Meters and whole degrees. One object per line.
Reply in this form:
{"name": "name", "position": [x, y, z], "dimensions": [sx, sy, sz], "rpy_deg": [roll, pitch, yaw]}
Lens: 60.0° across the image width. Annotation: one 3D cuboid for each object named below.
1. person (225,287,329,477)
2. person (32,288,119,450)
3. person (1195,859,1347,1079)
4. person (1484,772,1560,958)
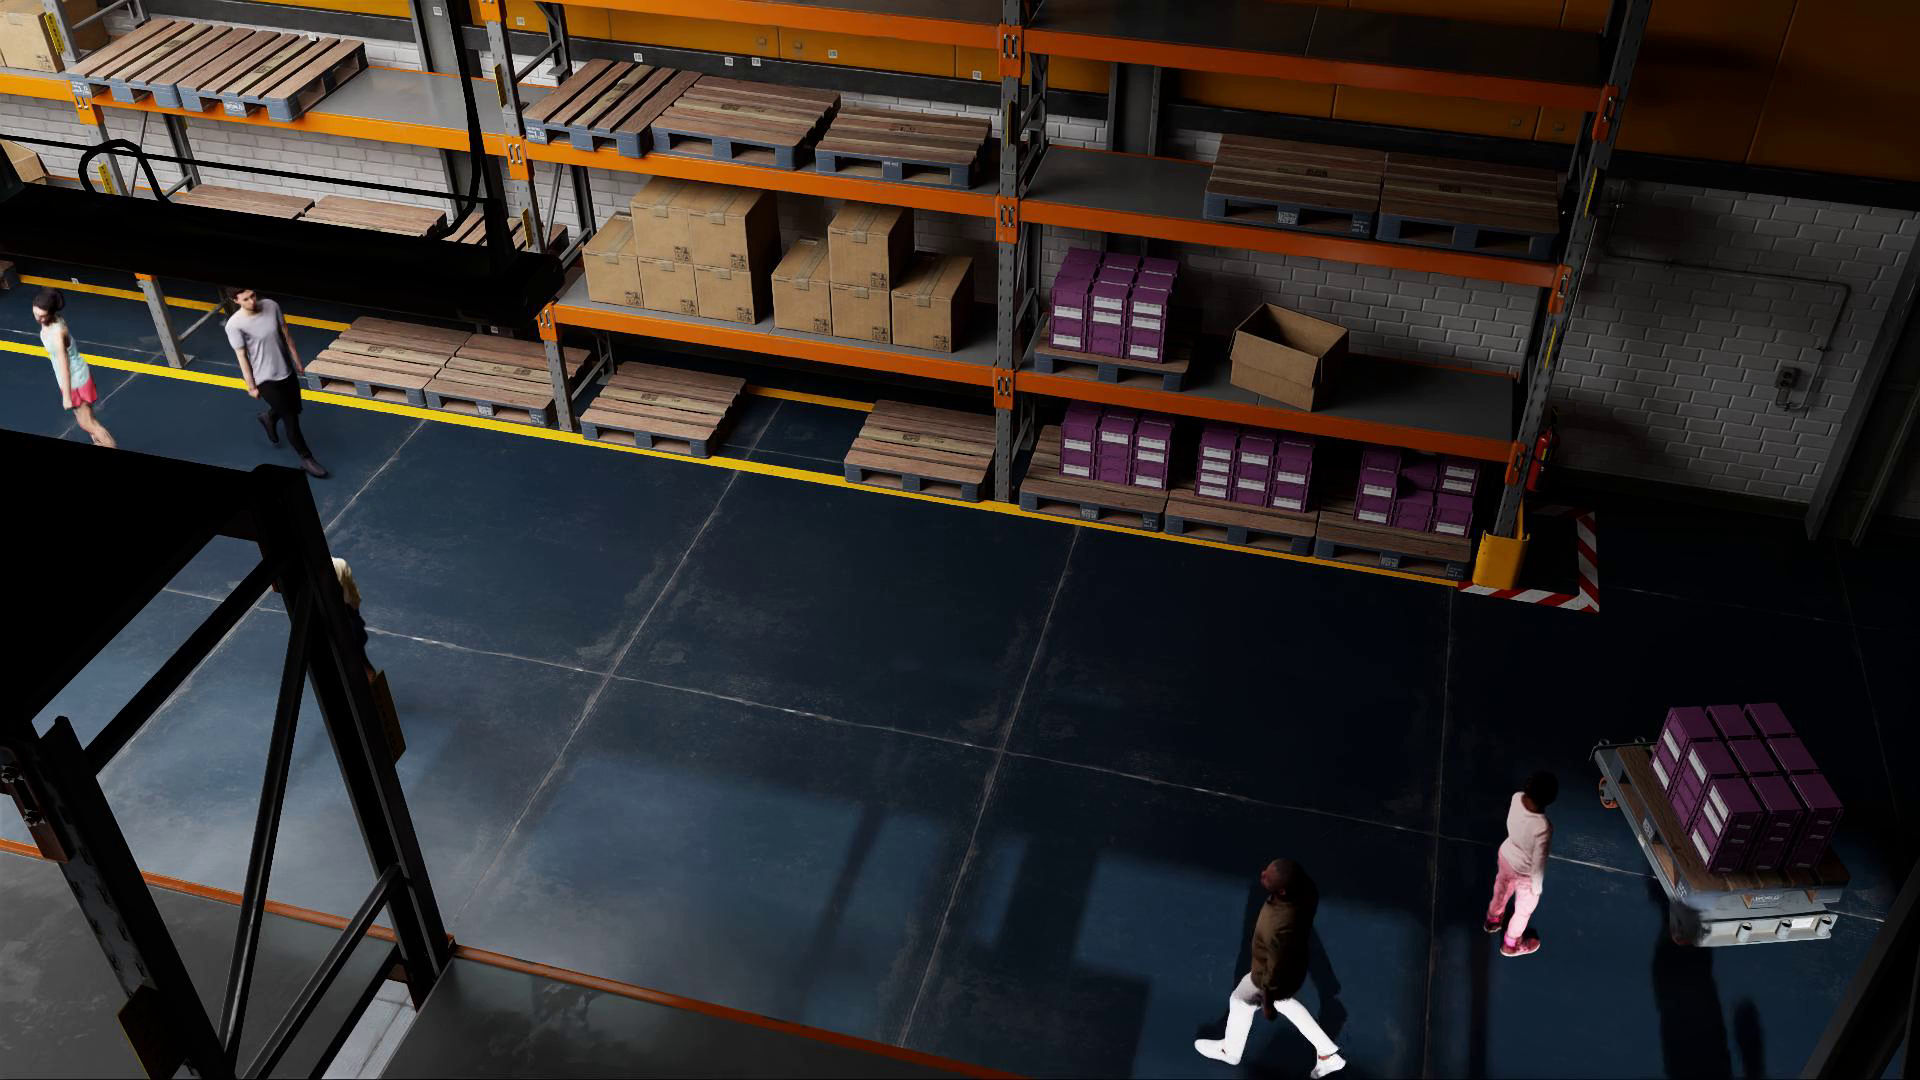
{"name": "person", "position": [-5.784, -1.392, 13.878], "dimensions": [1.152, 1.830, 0.882], "rpy_deg": [20, 43, 23]}
{"name": "person", "position": [-7.396, -1.337, 13.866], "dimensions": [0.826, 1.757, 0.783], "rpy_deg": [-7, 39, -9]}
{"name": "person", "position": [1.819, 2.390, 9.172], "dimensions": [1.153, 1.792, 0.875], "rpy_deg": [18, 42, 21]}
{"name": "person", "position": [3.358, 1.931, 10.025], "dimensions": [0.706, 1.446, 0.680], "rpy_deg": [-10, 40, -12]}
